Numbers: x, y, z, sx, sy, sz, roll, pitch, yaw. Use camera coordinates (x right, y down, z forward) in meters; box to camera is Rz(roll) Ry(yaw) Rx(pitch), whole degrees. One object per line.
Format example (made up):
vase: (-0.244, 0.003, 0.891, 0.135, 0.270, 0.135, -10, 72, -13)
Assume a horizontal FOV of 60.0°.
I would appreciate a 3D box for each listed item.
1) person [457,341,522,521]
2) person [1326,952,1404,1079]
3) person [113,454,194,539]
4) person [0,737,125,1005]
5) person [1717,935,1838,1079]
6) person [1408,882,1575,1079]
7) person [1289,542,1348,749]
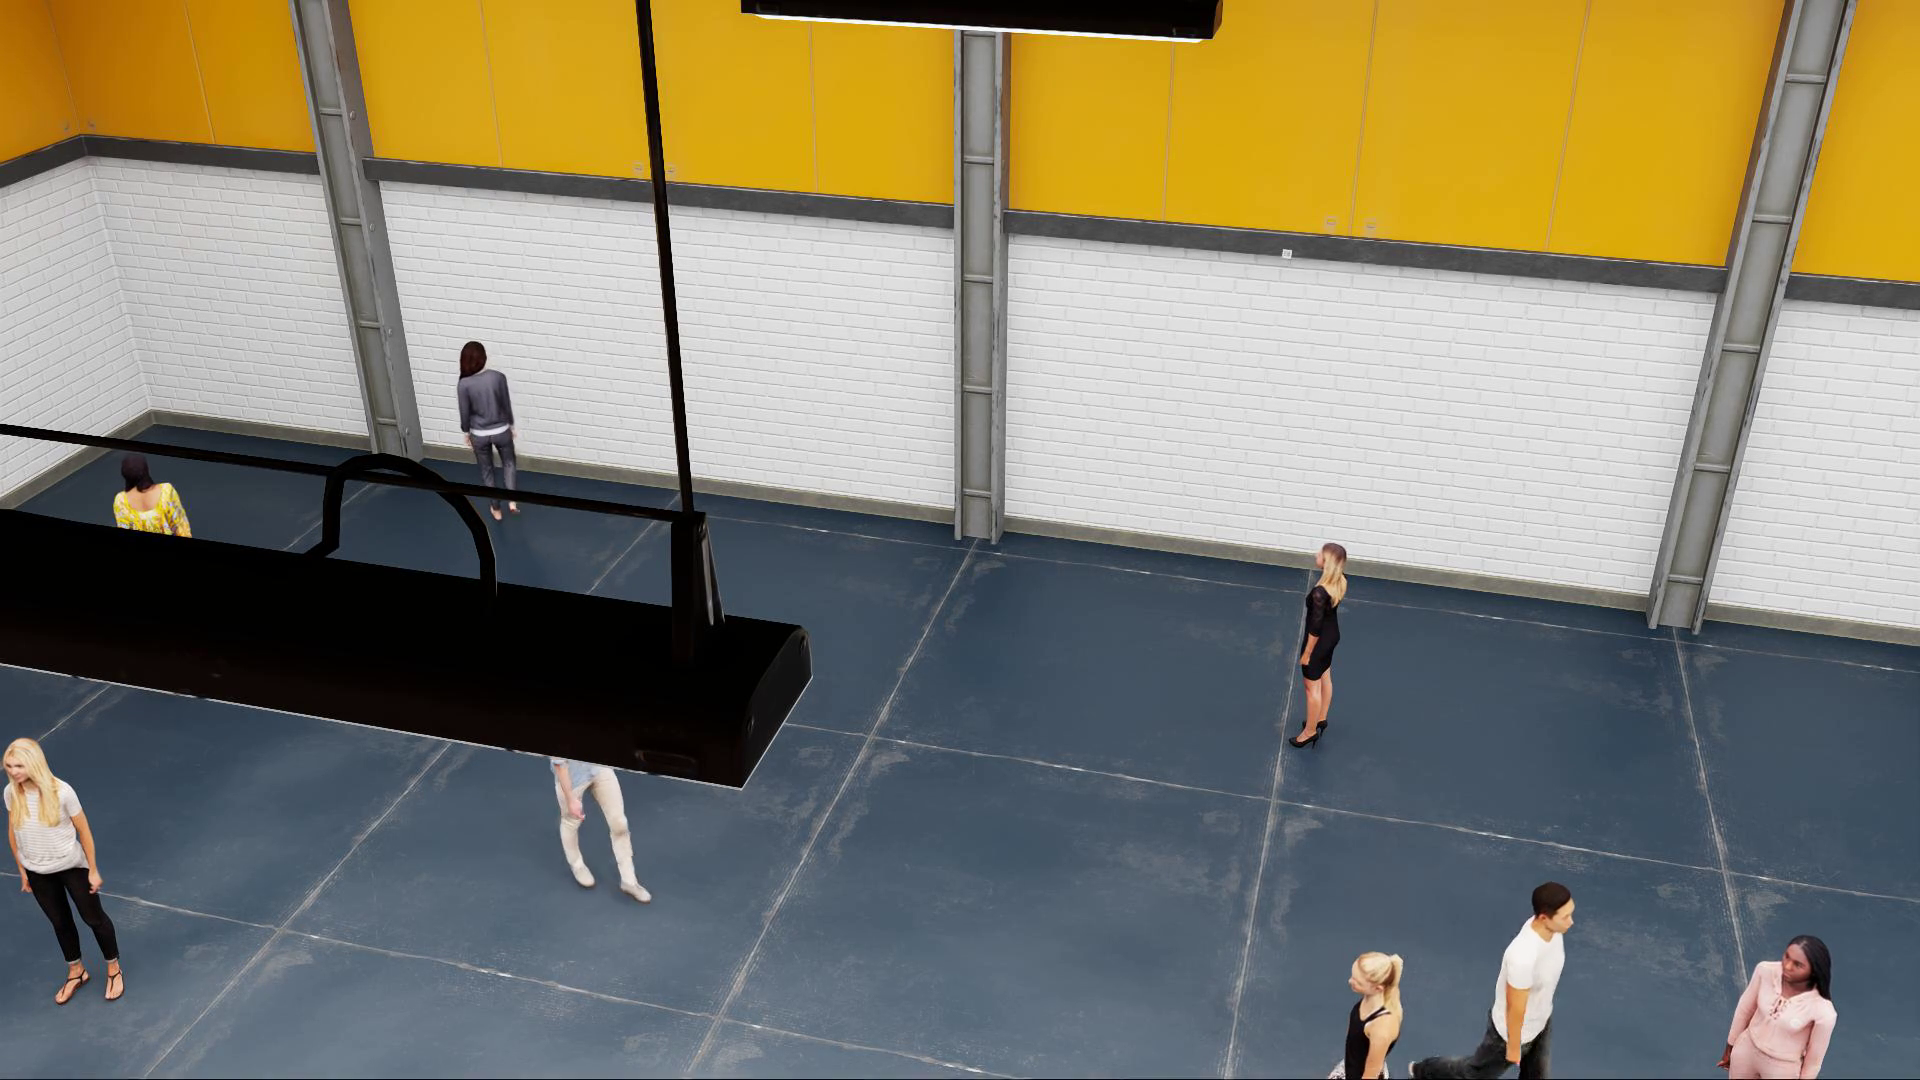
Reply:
person: (-4.254, -0.956, 15.120, 0.813, 1.763, 0.871, -11, 31, -20)
person: (2.097, 2.729, 8.296, 0.627, 1.829, 0.618, 8, 30, 14)
person: (-6.392, 0.120, 13.284, 0.934, 1.632, 0.987, -10, 30, -17)
person: (-5.284, 1.927, 9.769, 0.578, 1.827, 0.725, -2, 29, -4)
person: (4.128, 2.692, 8.476, 0.752, 1.721, 0.691, -16, 32, -26)
person: (2.864, 2.493, 8.796, 1.224, 1.773, 1.002, 23, 36, 35)
person: (2.617, 0.757, 12.069, 0.563, 1.677, 0.600, 18, 33, 29)
